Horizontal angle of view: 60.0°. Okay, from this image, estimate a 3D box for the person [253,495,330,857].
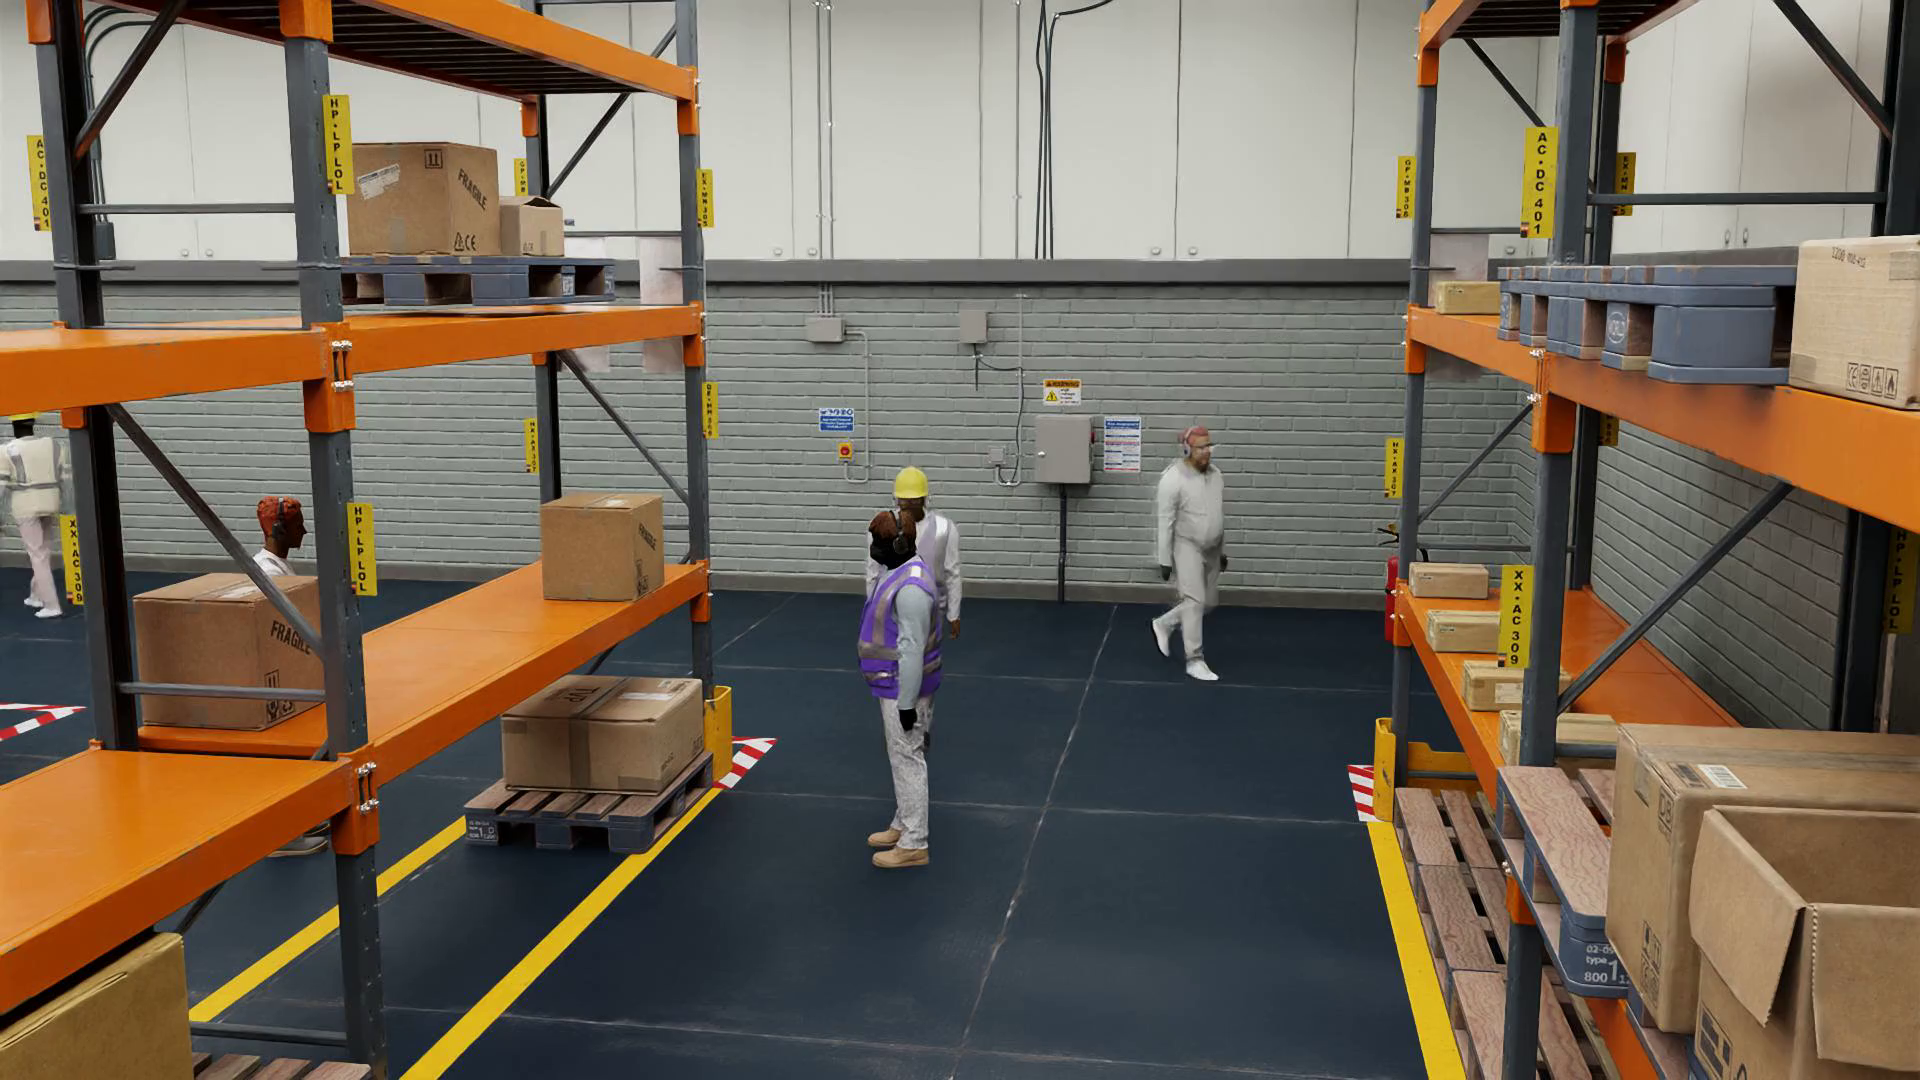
[{"bbox_3d":[-3.530,0.702,8.673,0.359,1.880,0.575,-4,10,-21],"label":"person"}]

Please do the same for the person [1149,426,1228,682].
[{"bbox_3d":[1.699,0.079,12.468,0.640,1.893,0.693,-9,13,-44],"label":"person"}]

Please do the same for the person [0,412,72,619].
[{"bbox_3d":[-8.187,-0.271,14.586,0.860,1.895,0.609,6,11,31],"label":"person"}]

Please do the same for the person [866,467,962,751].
[{"bbox_3d":[-0.285,0.444,10.453,0.601,1.817,0.462,-1,9,-3],"label":"person"}]

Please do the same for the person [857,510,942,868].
[{"bbox_3d":[-0.310,0.752,8.517,0.429,1.836,0.632,-1,9,-7],"label":"person"}]
